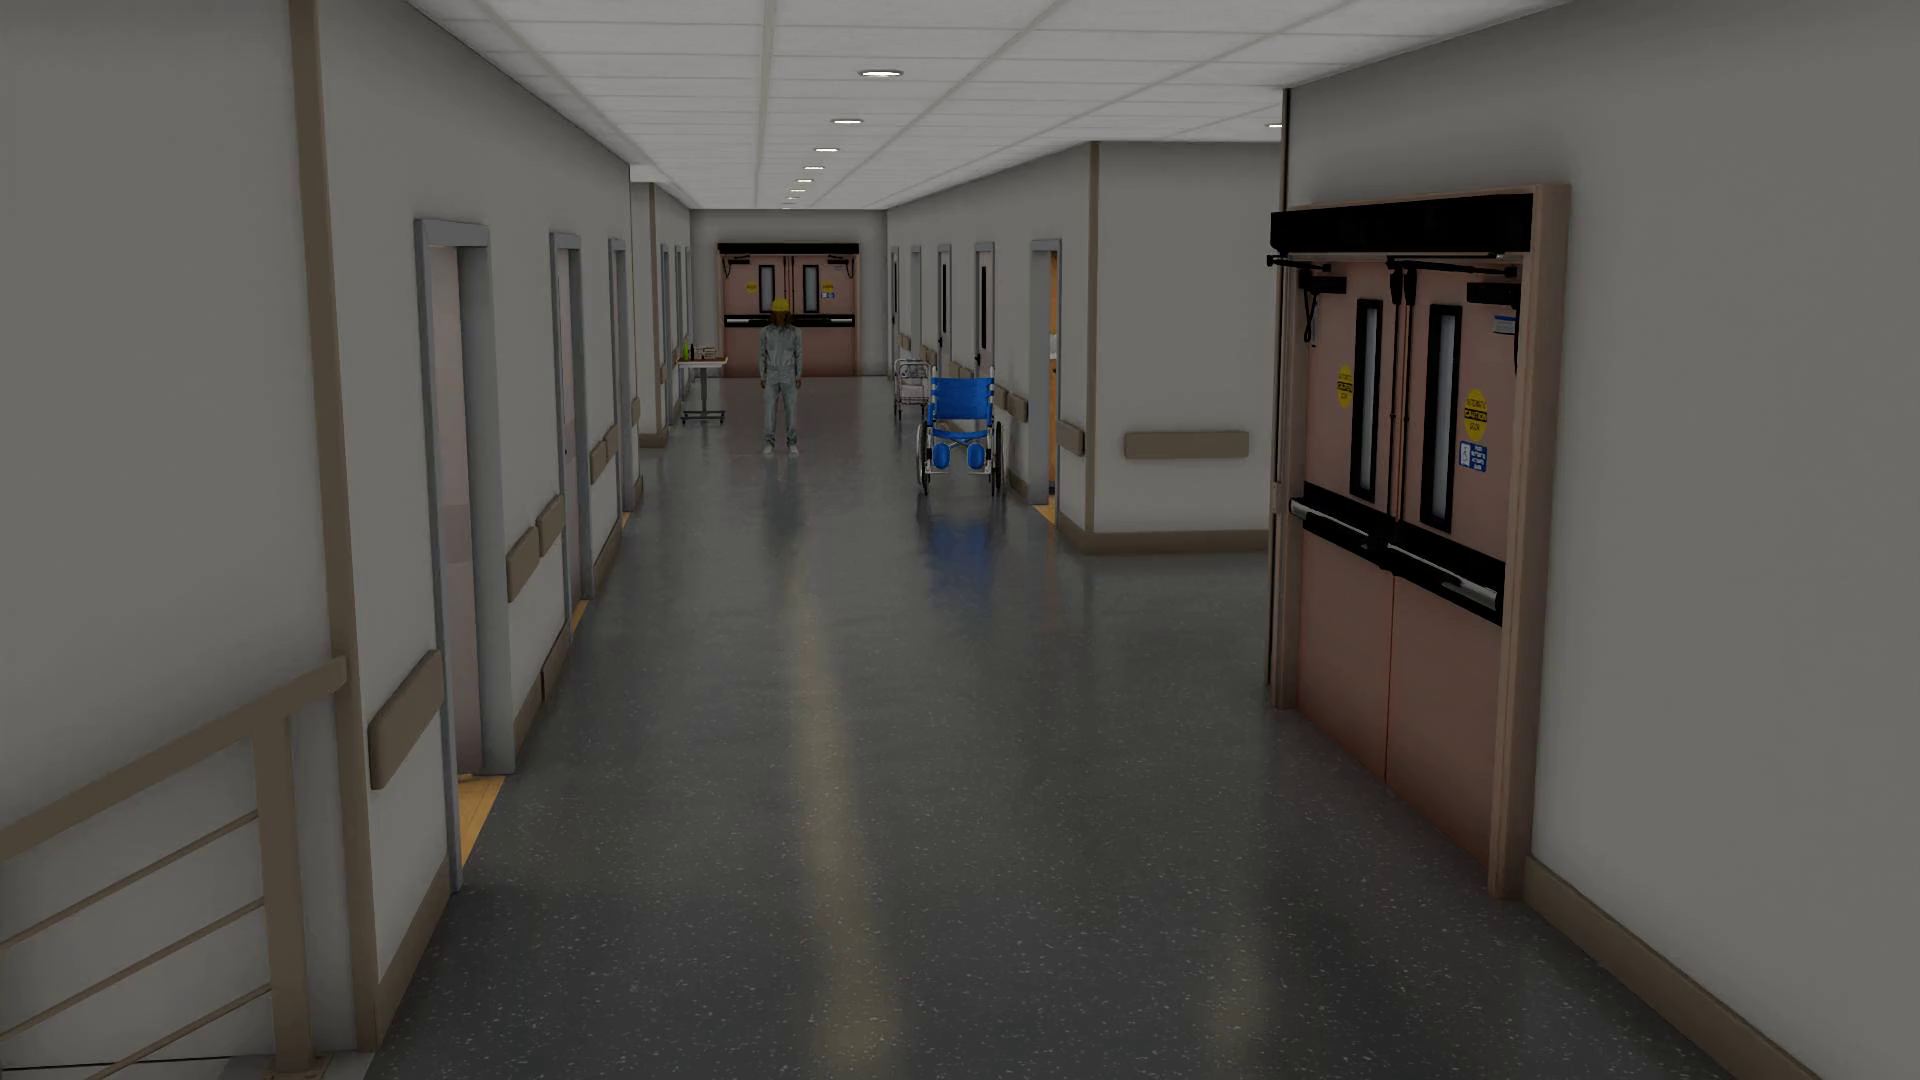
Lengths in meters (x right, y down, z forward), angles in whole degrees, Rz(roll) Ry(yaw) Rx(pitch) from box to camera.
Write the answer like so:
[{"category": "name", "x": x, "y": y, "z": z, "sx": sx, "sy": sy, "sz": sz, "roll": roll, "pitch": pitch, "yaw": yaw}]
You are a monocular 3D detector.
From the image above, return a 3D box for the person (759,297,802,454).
[{"category": "person", "x": -1.990, "y": -1.818, "z": 18.486, "sx": 0.487, "sy": 1.744, "sz": 0.294, "roll": -1, "pitch": 10, "yaw": -7}]
